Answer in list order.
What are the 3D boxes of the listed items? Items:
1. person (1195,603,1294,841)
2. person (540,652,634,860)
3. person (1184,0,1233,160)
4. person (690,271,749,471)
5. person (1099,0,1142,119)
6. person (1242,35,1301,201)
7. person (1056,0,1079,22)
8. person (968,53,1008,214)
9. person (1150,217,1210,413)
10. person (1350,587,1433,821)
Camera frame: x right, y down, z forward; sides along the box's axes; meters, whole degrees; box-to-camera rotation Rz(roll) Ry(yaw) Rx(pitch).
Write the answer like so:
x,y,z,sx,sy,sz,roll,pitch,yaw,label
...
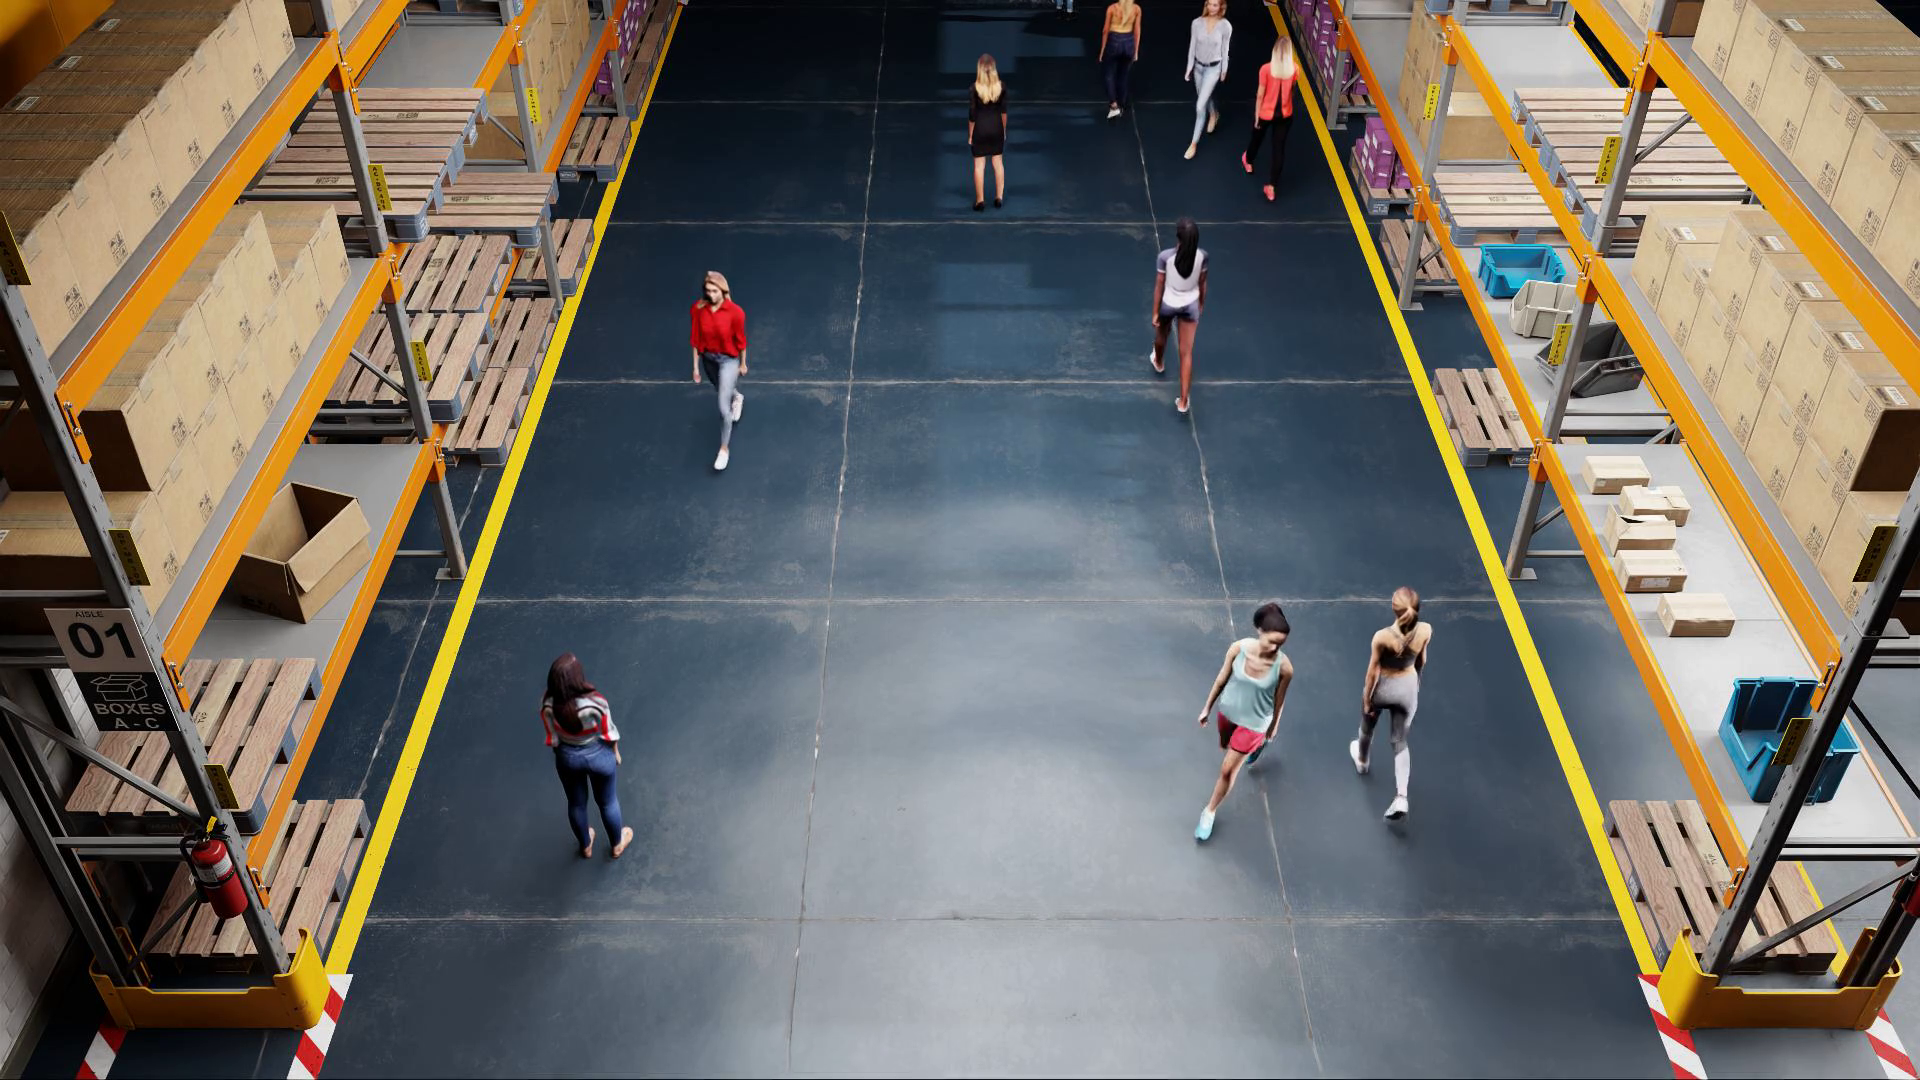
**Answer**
x,y,z,sx,sy,sz,roll,pitch,yaw,label
1.810,1.069,10.395,1.065,1.731,1.221,27,46,30,person
-2.300,1.325,10.169,0.588,1.612,0.489,0,39,0,person
2.707,-5.127,18.133,1.015,1.755,1.272,20,43,24,person
-1.952,-1.492,13.651,0.777,1.669,1.199,8,39,9,person
1.803,-5.477,18.679,0.679,1.621,0.812,-5,39,-7,person
3.272,-4.328,17.215,0.629,1.653,1.083,-3,39,-4,person
1.352,-7.248,21.238,0.559,1.194,0.591,20,43,24,person
0.277,-4.142,16.964,0.608,1.675,0.566,-11,40,-13,person
1.881,-1.891,14.152,0.660,1.668,1.226,-2,39,-3,person
2.749,1.033,10.480,0.606,1.679,1.062,-3,39,-3,person
